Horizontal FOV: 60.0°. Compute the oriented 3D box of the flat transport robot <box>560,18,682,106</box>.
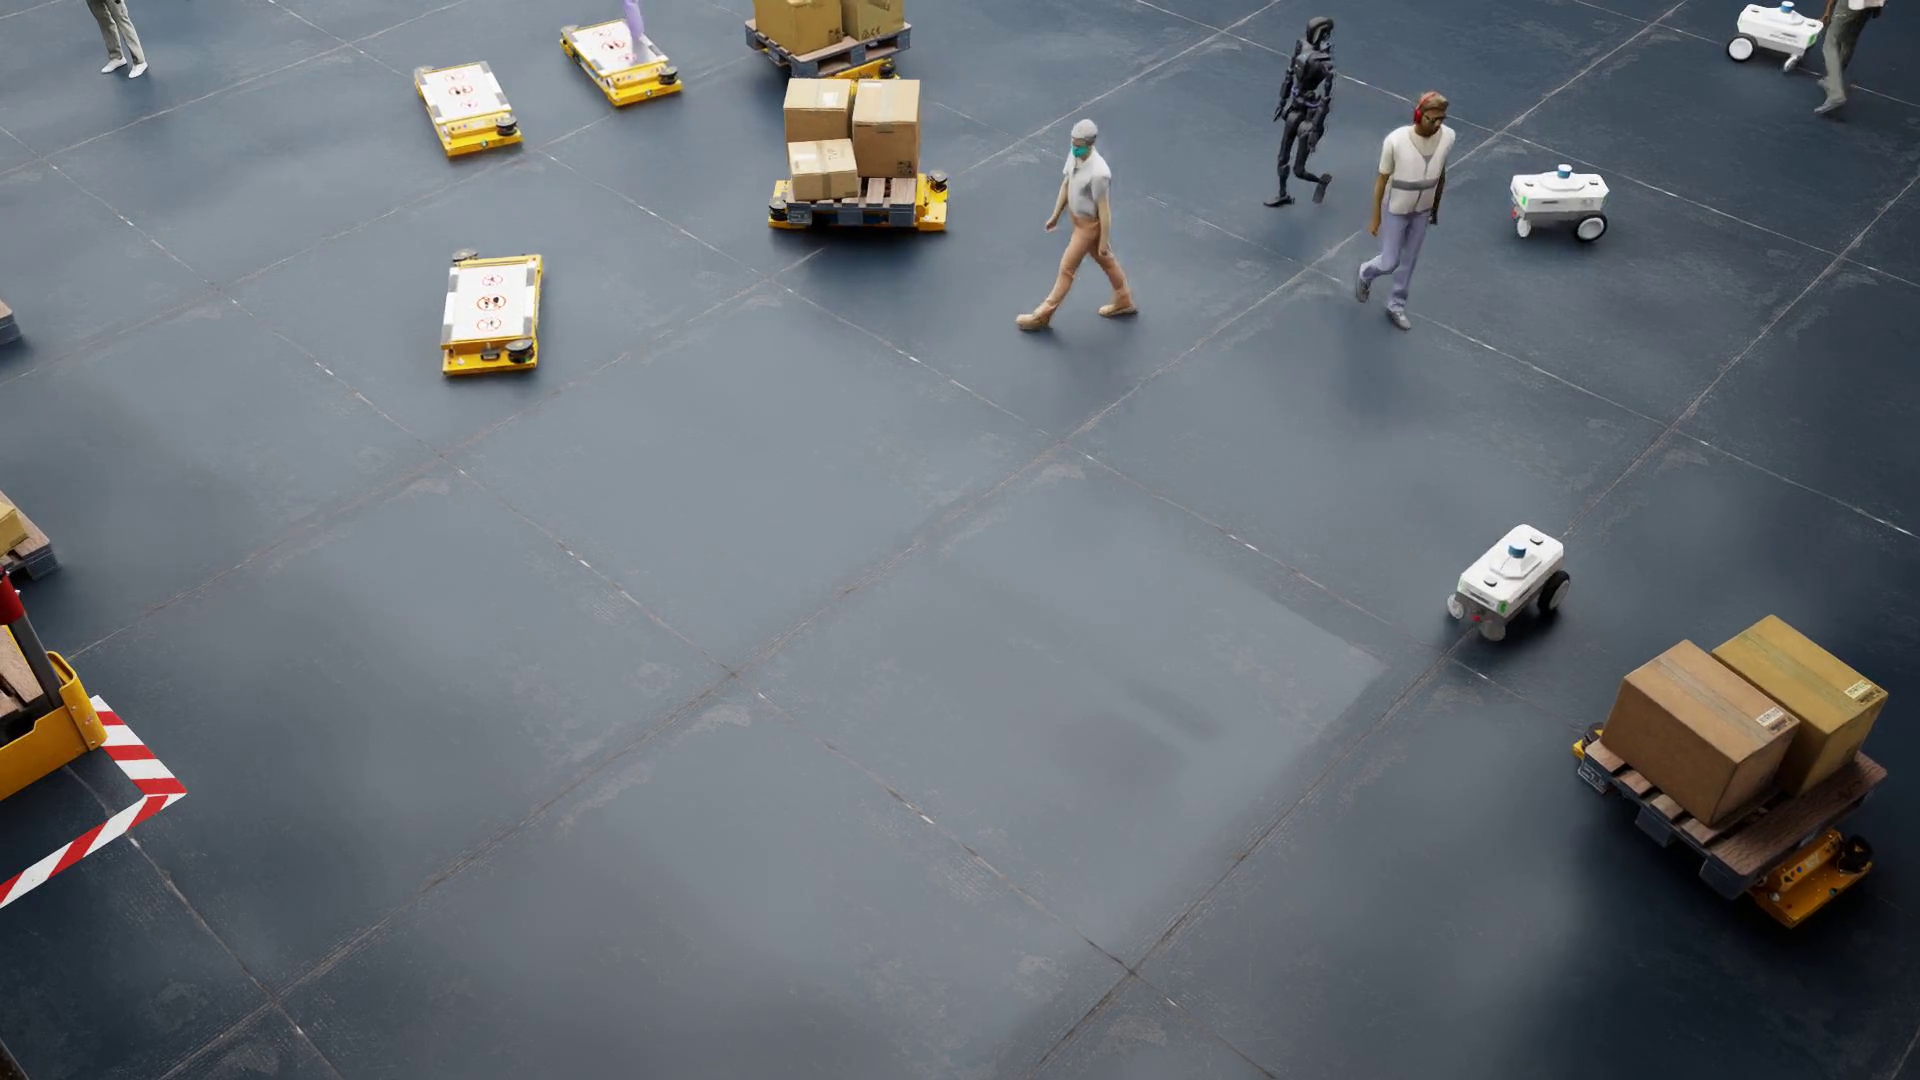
[{"bbox_3d":[-3.180,-4.480,15.506,0.659,0.231,1.431,-21,46,-22],"label":"flat transport robot"}]

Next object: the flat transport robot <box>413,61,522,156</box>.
[{"bbox_3d":[-4.407,-3.876,14.834,0.659,0.231,1.431,-17,45,-18],"label":"flat transport robot"}]

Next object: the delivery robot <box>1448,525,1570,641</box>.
[{"bbox_3d":[3.325,0.225,10.074,0.525,0.610,0.781,34,52,32],"label":"delivery robot"}]

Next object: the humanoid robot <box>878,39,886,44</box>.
[{"bbox_3d":[-0.736,-5.238,15.318,0.606,1.647,0.605,-21,46,-22],"label":"humanoid robot"}]

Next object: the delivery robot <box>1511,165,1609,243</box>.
[{"bbox_3d":[4.818,-2.724,13.353,0.784,0.612,0.525,-1,42,-2],"label":"delivery robot"}]

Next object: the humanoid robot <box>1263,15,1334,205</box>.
[{"bbox_3d":[2.776,-3.419,13.268,0.461,1.642,0.590,-18,45,-19],"label":"humanoid robot"}]

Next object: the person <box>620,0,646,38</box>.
[{"bbox_3d":[-3.174,-5.429,15.423,0.629,1.794,0.853,-34,52,-32],"label":"person"}]

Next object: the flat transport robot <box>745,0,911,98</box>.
[{"bbox_3d":[-1.231,-4.520,15.550,0.659,0.231,1.431,-26,48,-26],"label":"flat transport robot"}]

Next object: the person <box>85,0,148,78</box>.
[{"bbox_3d":[-7.796,-4.997,15.054,0.522,1.638,0.308,15,44,16],"label":"person"}]

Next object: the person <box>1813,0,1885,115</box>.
[{"bbox_3d":[7.891,-4.669,14.572,0.599,1.818,0.689,-7,42,-7],"label":"person"}]

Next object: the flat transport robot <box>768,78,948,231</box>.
[{"bbox_3d":[-0.826,-2.787,13.624,1.431,0.231,0.659,1,42,1],"label":"flat transport robot"}]

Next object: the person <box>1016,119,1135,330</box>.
[{"bbox_3d":[0.902,-2.283,12.013,0.953,1.680,0.445,-10,43,-11],"label":"person"}]

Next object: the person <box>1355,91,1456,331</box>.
[{"bbox_3d":[3.225,-2.394,12.014,0.582,1.834,0.485,-13,44,-15],"label":"person"}]

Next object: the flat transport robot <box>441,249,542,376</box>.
[{"bbox_3d":[-3.494,-1.731,12.450,0.659,0.231,1.431,-6,42,-7],"label":"flat transport robot"}]

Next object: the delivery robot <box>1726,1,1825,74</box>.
[{"bbox_3d":[7.627,-4.743,15.595,0.780,0.609,0.522,26,48,26],"label":"delivery robot"}]

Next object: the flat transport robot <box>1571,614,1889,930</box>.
[{"bbox_3d":[4.087,1.407,8.962,0.659,0.231,1.431,-24,47,-24],"label":"flat transport robot"}]
